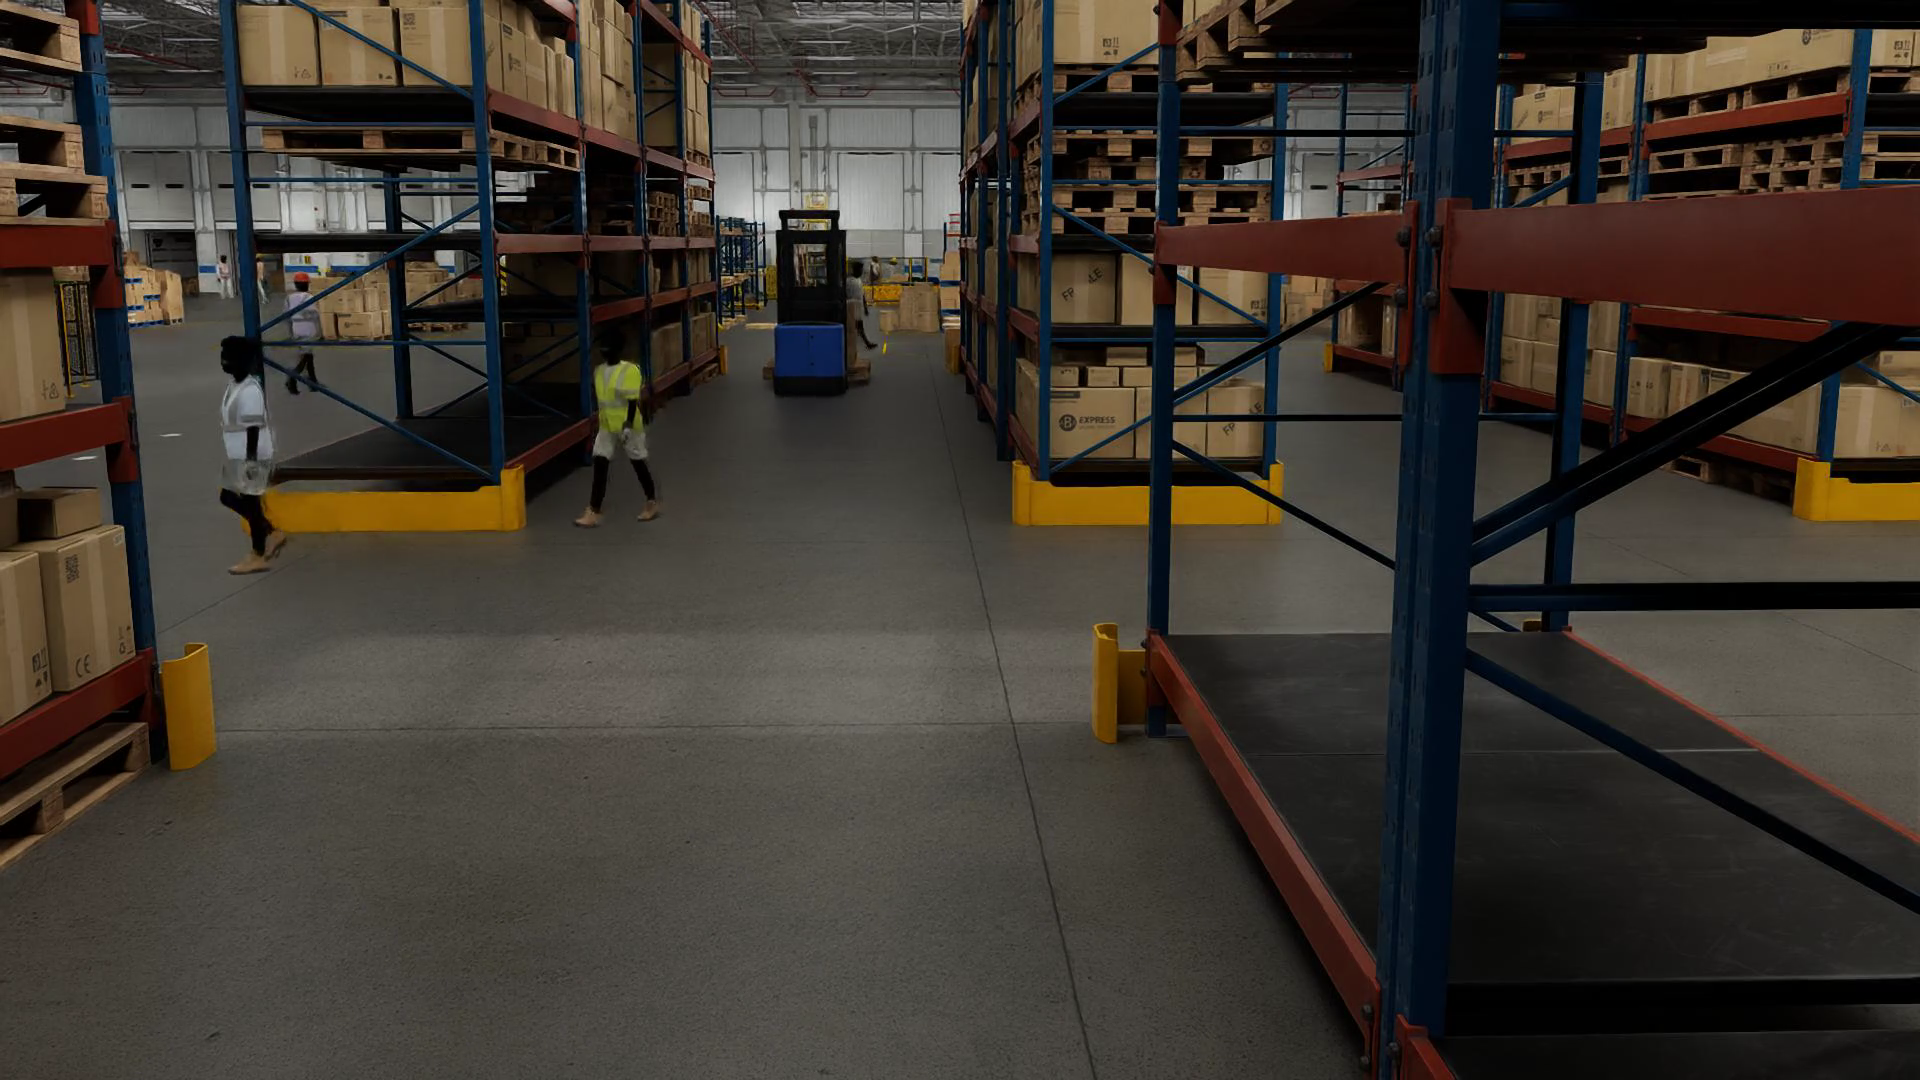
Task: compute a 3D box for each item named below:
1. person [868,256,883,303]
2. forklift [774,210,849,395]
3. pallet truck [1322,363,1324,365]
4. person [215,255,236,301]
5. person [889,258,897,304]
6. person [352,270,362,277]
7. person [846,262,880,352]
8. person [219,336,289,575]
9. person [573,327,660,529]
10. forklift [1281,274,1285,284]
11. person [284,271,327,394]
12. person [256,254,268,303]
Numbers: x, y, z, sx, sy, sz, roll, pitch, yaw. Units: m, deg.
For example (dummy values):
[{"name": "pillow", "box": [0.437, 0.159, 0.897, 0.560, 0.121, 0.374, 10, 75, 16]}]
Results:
[{"name": "person", "box": [-3.295, -9.938, 63.522, 0.968, 1.804, 0.506, -8, 13, -39]}, {"name": "forklift", "box": [-2.312, -3.705, 25.763, 1.129, 2.768, 1.873, 0, 10, -2]}, {"name": "pallet truck", "box": [7.712, -4.157, 30.737, 1.885, 1.965, 0.823, 3, 11, 16]}, {"name": "person", "box": [-28.812, -10.244, 65.217, 0.943, 1.796, 0.626, 9, 14, 42]}, {"name": "person", "box": [-2.515, -9.818, 63.009, 0.314, 1.735, 0.483, 0, 10, -1]}, {"name": "person", "box": [-14.391, -5.567, 39.504, 0.805, 1.670, 0.525, 0, 10, -2]}, {"name": "person", "box": [-2.147, -4.973, 35.505, 1.006, 1.908, 0.636, 3, 11, 19]}, {"name": "person", "box": [-5.038, -0.595, 11.732, 0.369, 1.686, 0.550, -7, 13, -35]}, {"name": "person", "box": [-2.822, -0.929, 13.718, 0.537, 1.651, 0.868, 6, 12, 30]}, {"name": "forklift", "box": [12.240, -10.302, 62.509, 1.129, 2.768, 1.873, 0, 10, -2]}, {"name": "person", "box": [-10.191, -3.208, 25.731, 0.544, 1.906, 0.905, 4, 11, 23]}, {"name": "person", "box": [-26.885, -10.010, 63.695, 0.974, 1.880, 0.601, 4, 11, 23]}]
